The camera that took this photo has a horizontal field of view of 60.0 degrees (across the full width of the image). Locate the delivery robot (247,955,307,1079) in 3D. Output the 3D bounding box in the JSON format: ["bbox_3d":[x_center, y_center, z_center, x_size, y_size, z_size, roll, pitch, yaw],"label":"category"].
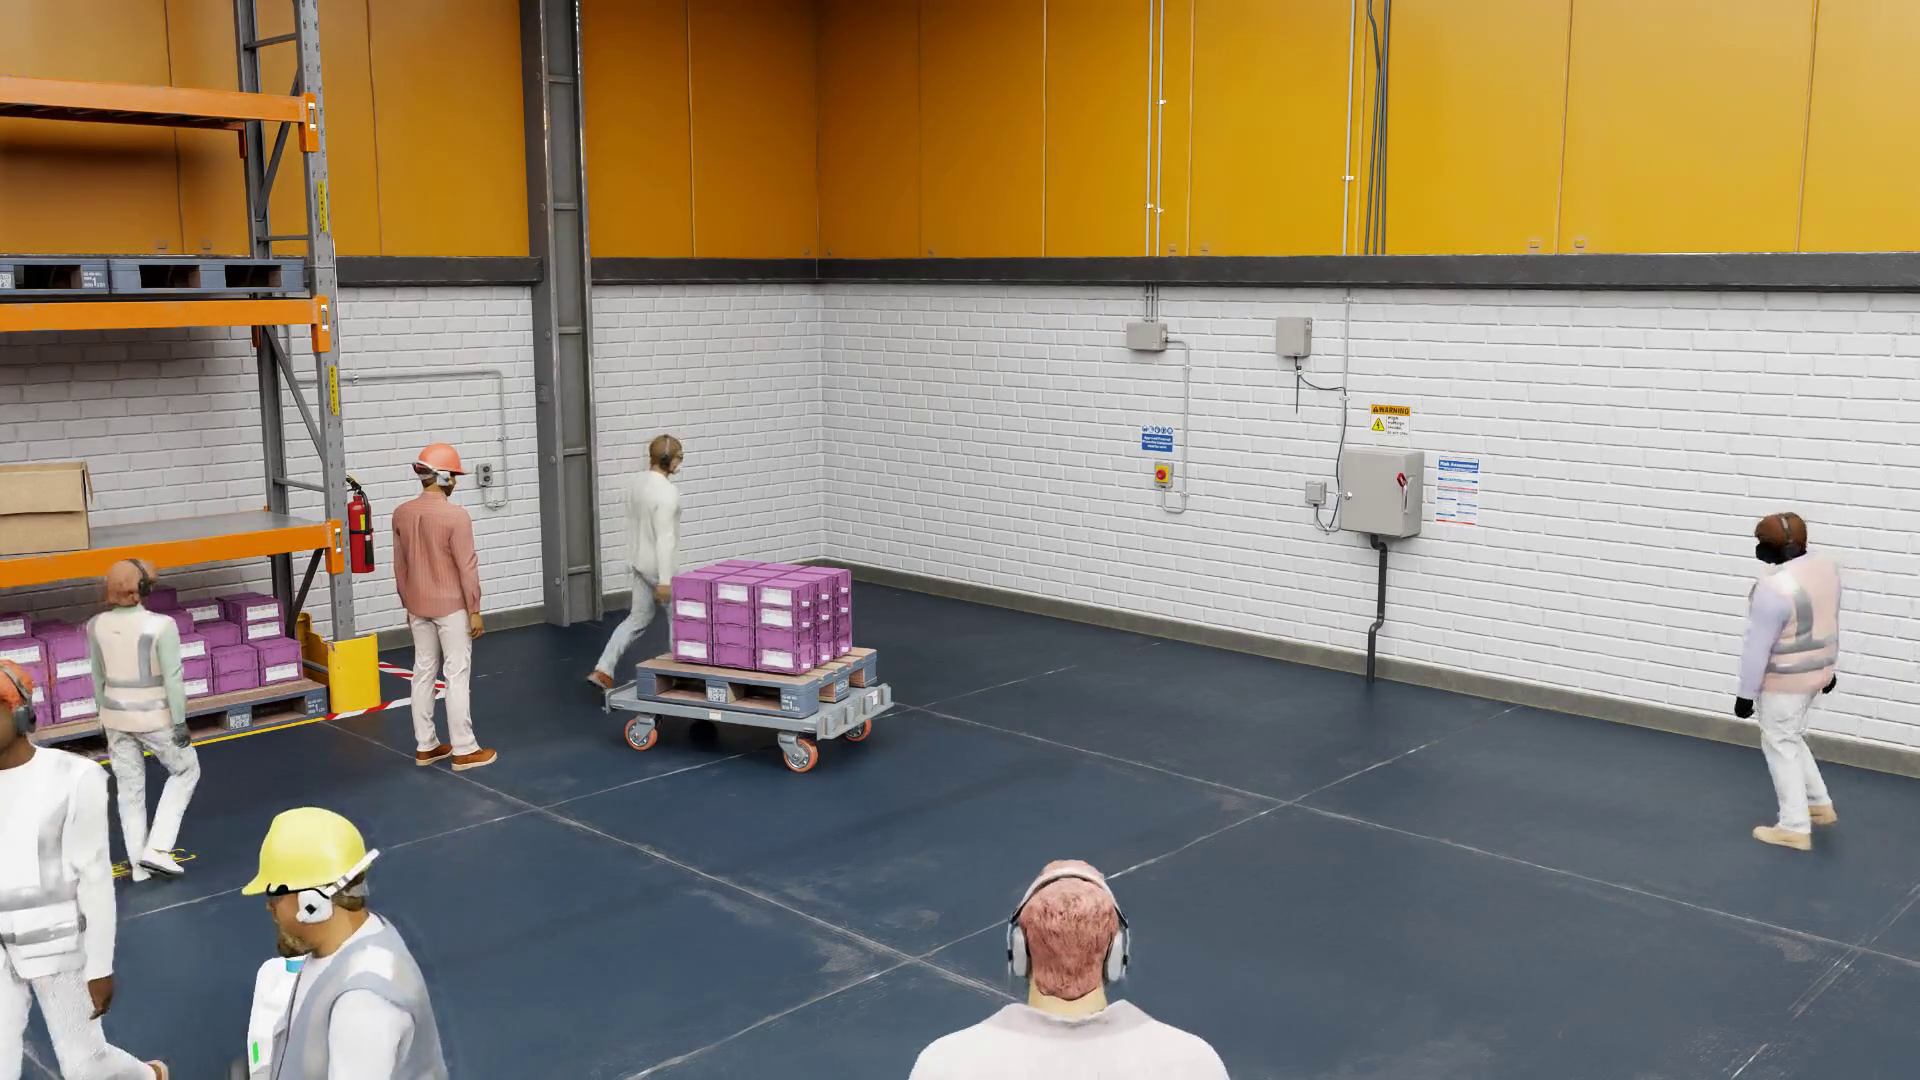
[{"bbox_3d":[-2.389,1.733,6.056,0.477,0.478,0.707,-3,10,-19],"label":"delivery robot"}]

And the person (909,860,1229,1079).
[{"bbox_3d":[0.202,1.548,3.442,0.679,1.864,0.932,0,9,-1],"label":"person"}]

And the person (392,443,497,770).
[{"bbox_3d":[-3.142,0.405,10.110,0.611,1.985,0.394,4,10,25],"label":"person"}]

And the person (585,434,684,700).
[{"bbox_3d":[-2.191,0.201,11.642,0.937,1.905,0.646,-6,11,-32],"label":"person"}]

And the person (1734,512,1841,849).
[{"bbox_3d":[4.307,0.733,8.686,0.712,1.796,0.430,-7,12,-38],"label":"person"}]

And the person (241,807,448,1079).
[{"bbox_3d":[-1.451,1.510,4.004,0.950,1.772,0.575,-6,11,-31],"label":"person"}]

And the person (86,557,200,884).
[{"bbox_3d":[-4.016,0.892,8.190,0.536,1.626,0.371,2,9,12],"label":"person"}]

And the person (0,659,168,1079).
[{"bbox_3d":[-2.872,1.266,5.229,0.578,1.859,0.808,0,9,3],"label":"person"}]
